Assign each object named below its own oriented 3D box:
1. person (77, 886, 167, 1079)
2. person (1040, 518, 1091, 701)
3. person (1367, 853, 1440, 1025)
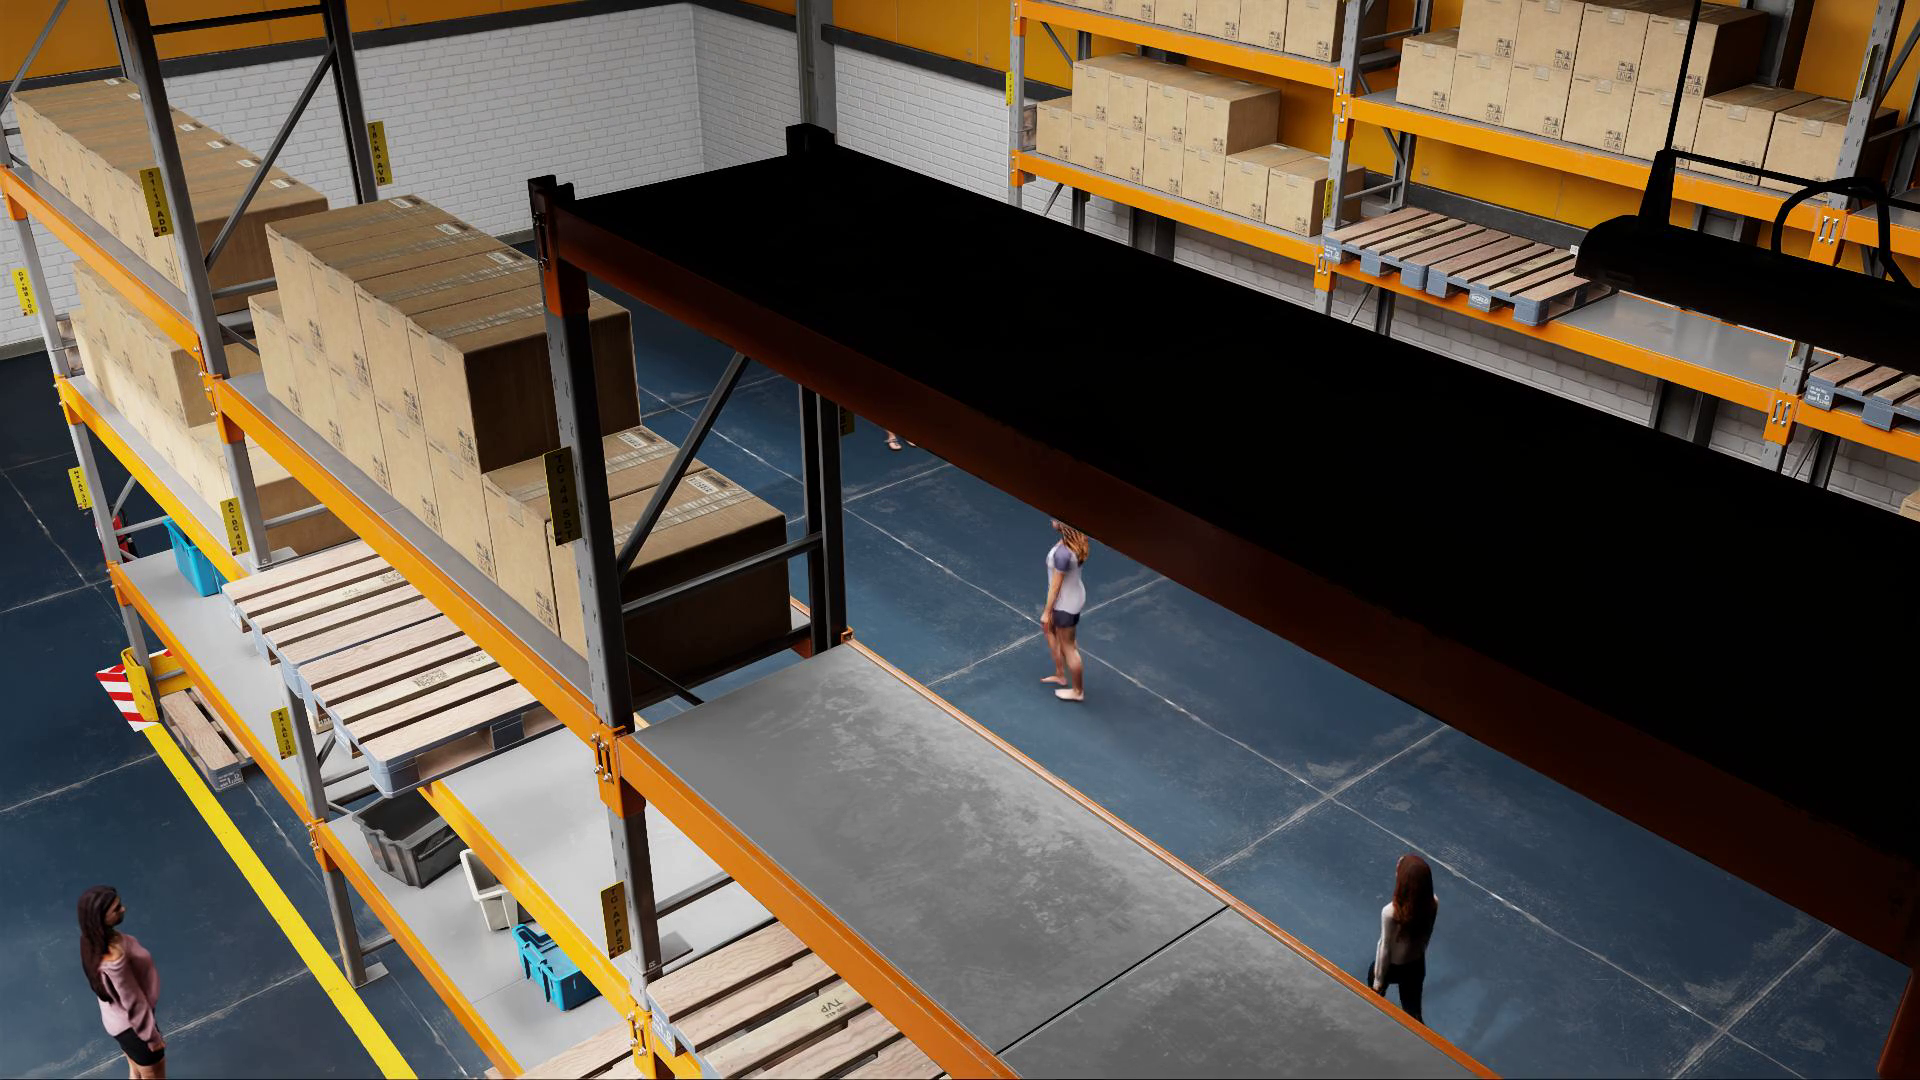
[{"bbox_3d":[-4.387,2.580,8.811,0.678,1.811,0.464,-23,36,-36],"label":"person"},{"bbox_3d":[0.901,0.498,12.728,0.767,1.716,0.725,10,30,17],"label":"person"},{"bbox_3d":[2.542,2.456,9.421,0.794,1.444,1.066,-10,30,-17],"label":"person"}]
